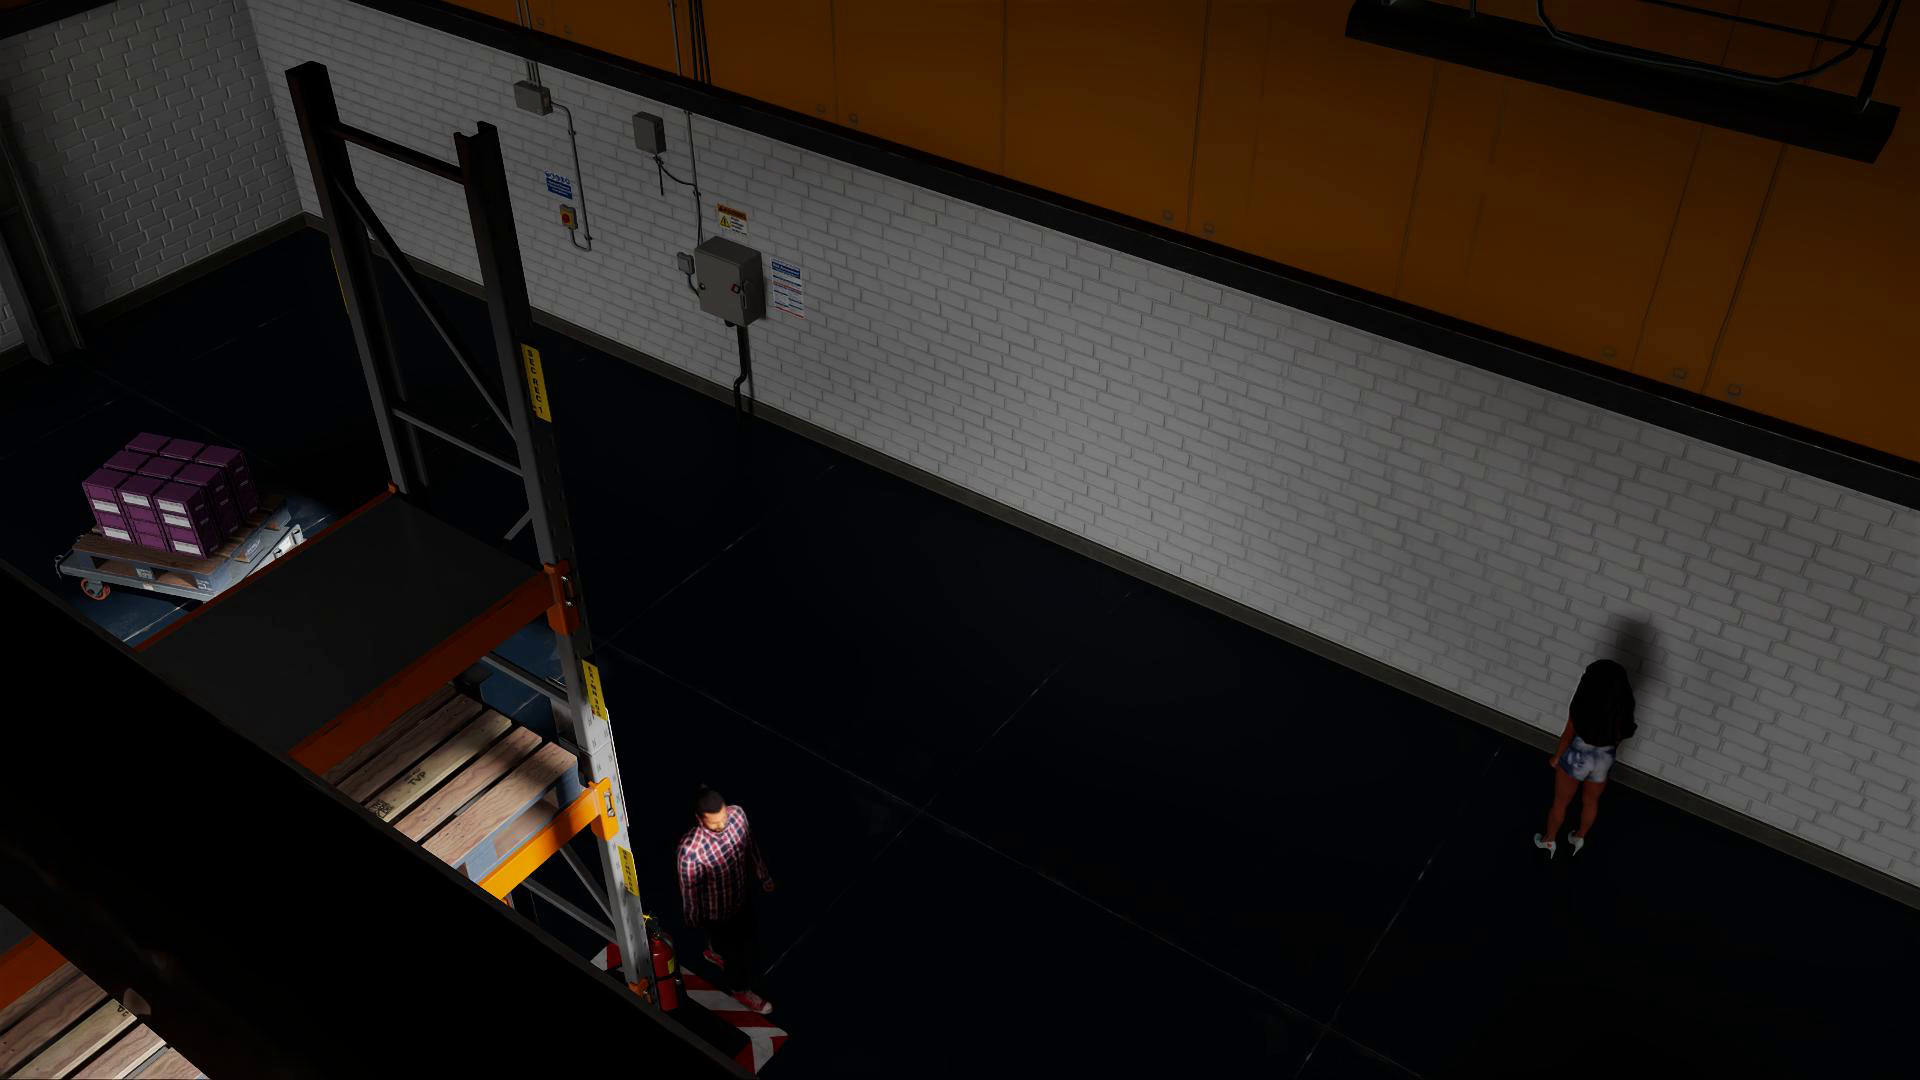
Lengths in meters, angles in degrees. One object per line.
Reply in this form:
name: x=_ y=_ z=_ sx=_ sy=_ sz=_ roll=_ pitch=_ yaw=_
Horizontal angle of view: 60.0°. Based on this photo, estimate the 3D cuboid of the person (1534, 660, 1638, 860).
person: x=3.948 y=1.406 z=10.500 sx=0.673 sy=1.613 sz=0.722 roll=-2 pitch=39 yaw=-2

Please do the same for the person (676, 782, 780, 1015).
person: x=-1.417 y=2.033 z=9.608 sx=0.796 sy=1.745 sz=0.754 roll=19 pitch=43 yaw=23
